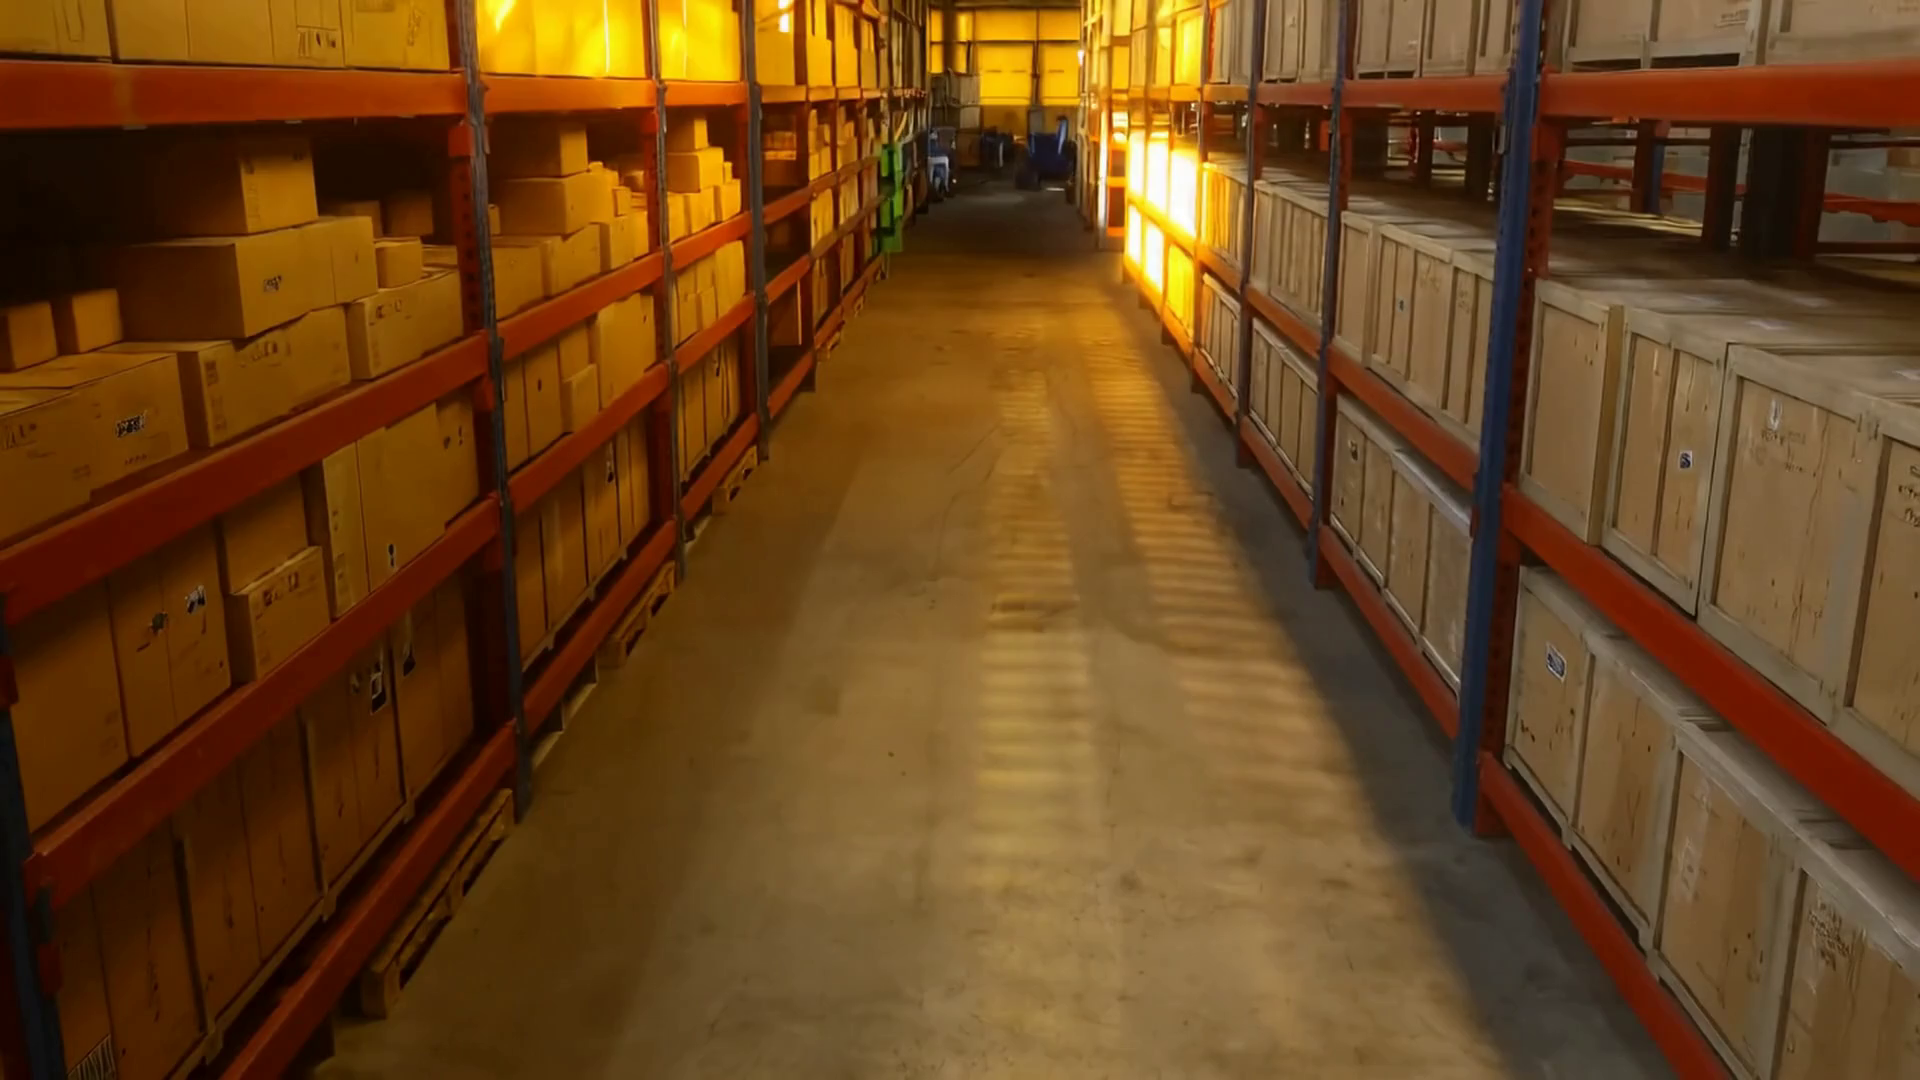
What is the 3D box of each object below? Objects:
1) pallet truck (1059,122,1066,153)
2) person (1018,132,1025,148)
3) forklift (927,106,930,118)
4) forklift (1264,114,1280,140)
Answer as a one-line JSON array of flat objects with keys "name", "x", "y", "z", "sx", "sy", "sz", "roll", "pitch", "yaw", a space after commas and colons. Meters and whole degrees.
[{"name": "pallet truck", "x": 5.788, "y": -21.111, "z": 88.014, "sx": 1.885, "sy": 1.965, "sz": 0.823, "roll": 5, "pitch": 16, "yaw": 18}, {"name": "person", "x": 2.912, "y": -18.702, "z": 79.649, "sx": 0.448, "sy": 1.684, "sz": 0.540, "roll": 8, "pitch": 17, "yaw": 27}, {"name": "forklift", "x": -1.918, "y": -21.452, "z": 87.608, "sx": 1.129, "sy": 2.768, "sz": 1.873, "roll": 0, "pitch": 15, "yaw": 2}, {"name": "forklift", "x": 11.018, "y": -13.913, "z": 59.559, "sx": 1.129, "sy": 2.768, "sz": 1.873, "roll": 0, "pitch": 15, "yaw": 2}]
